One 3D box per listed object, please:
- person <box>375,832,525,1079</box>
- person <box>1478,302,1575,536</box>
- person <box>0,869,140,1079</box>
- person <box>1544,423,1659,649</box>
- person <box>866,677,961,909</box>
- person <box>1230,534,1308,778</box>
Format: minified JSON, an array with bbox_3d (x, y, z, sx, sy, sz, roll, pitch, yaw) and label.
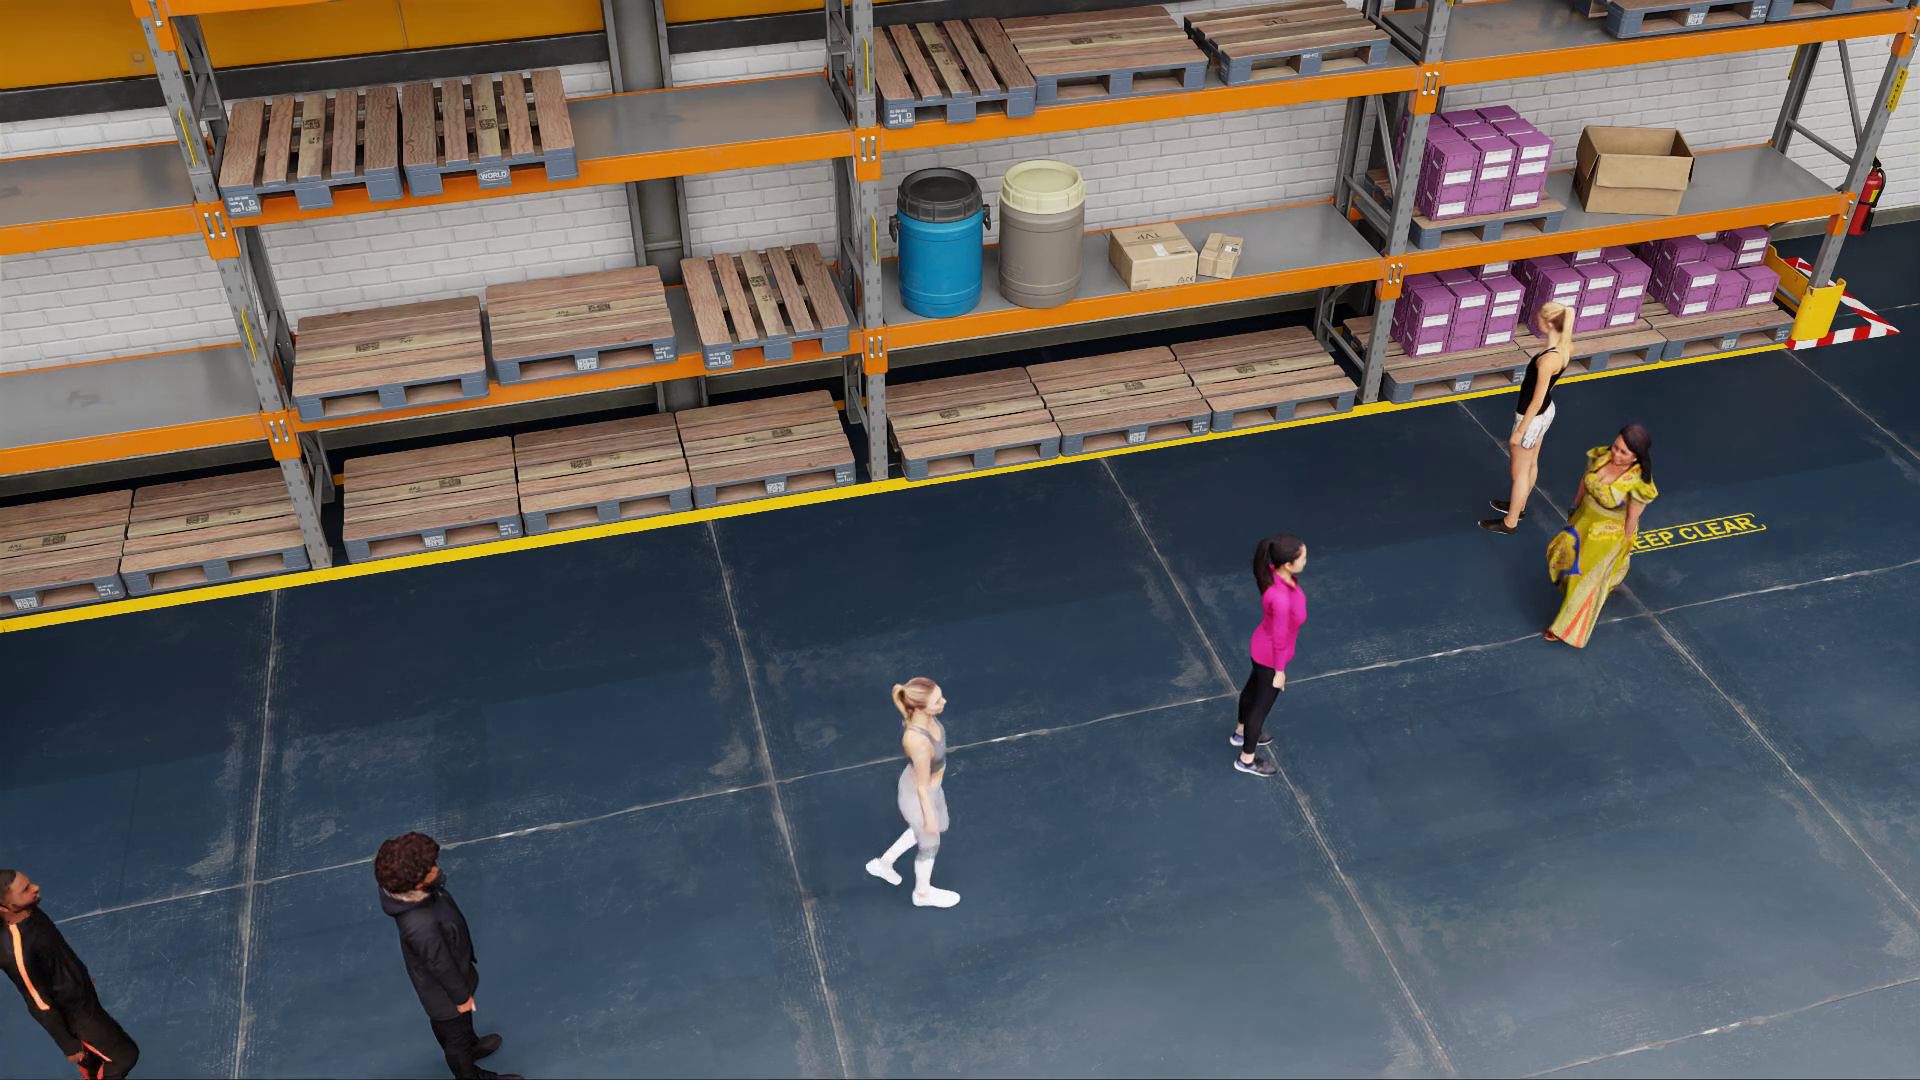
[{"bbox_3d":[-2.470,2.039,7.898,0.681,1.779,0.692,-20,43,-23],"label":"person"},{"bbox_3d":[3.961,-0.852,11.461,0.746,1.851,0.670,23,44,26],"label":"person"},{"bbox_3d":[-4.228,2.183,7.697,0.707,1.804,0.711,-17,42,-20],"label":"person"},{"bbox_3d":[4.159,-0.084,10.676,1.035,1.641,0.827,-17,42,-20],"label":"person"},{"bbox_3d":[-0.281,1.354,8.824,0.801,1.694,0.663,-2,39,-2],"label":"person"},{"bbox_3d":[1.802,0.647,9.713,0.656,1.699,0.656,2,39,3],"label":"person"}]
